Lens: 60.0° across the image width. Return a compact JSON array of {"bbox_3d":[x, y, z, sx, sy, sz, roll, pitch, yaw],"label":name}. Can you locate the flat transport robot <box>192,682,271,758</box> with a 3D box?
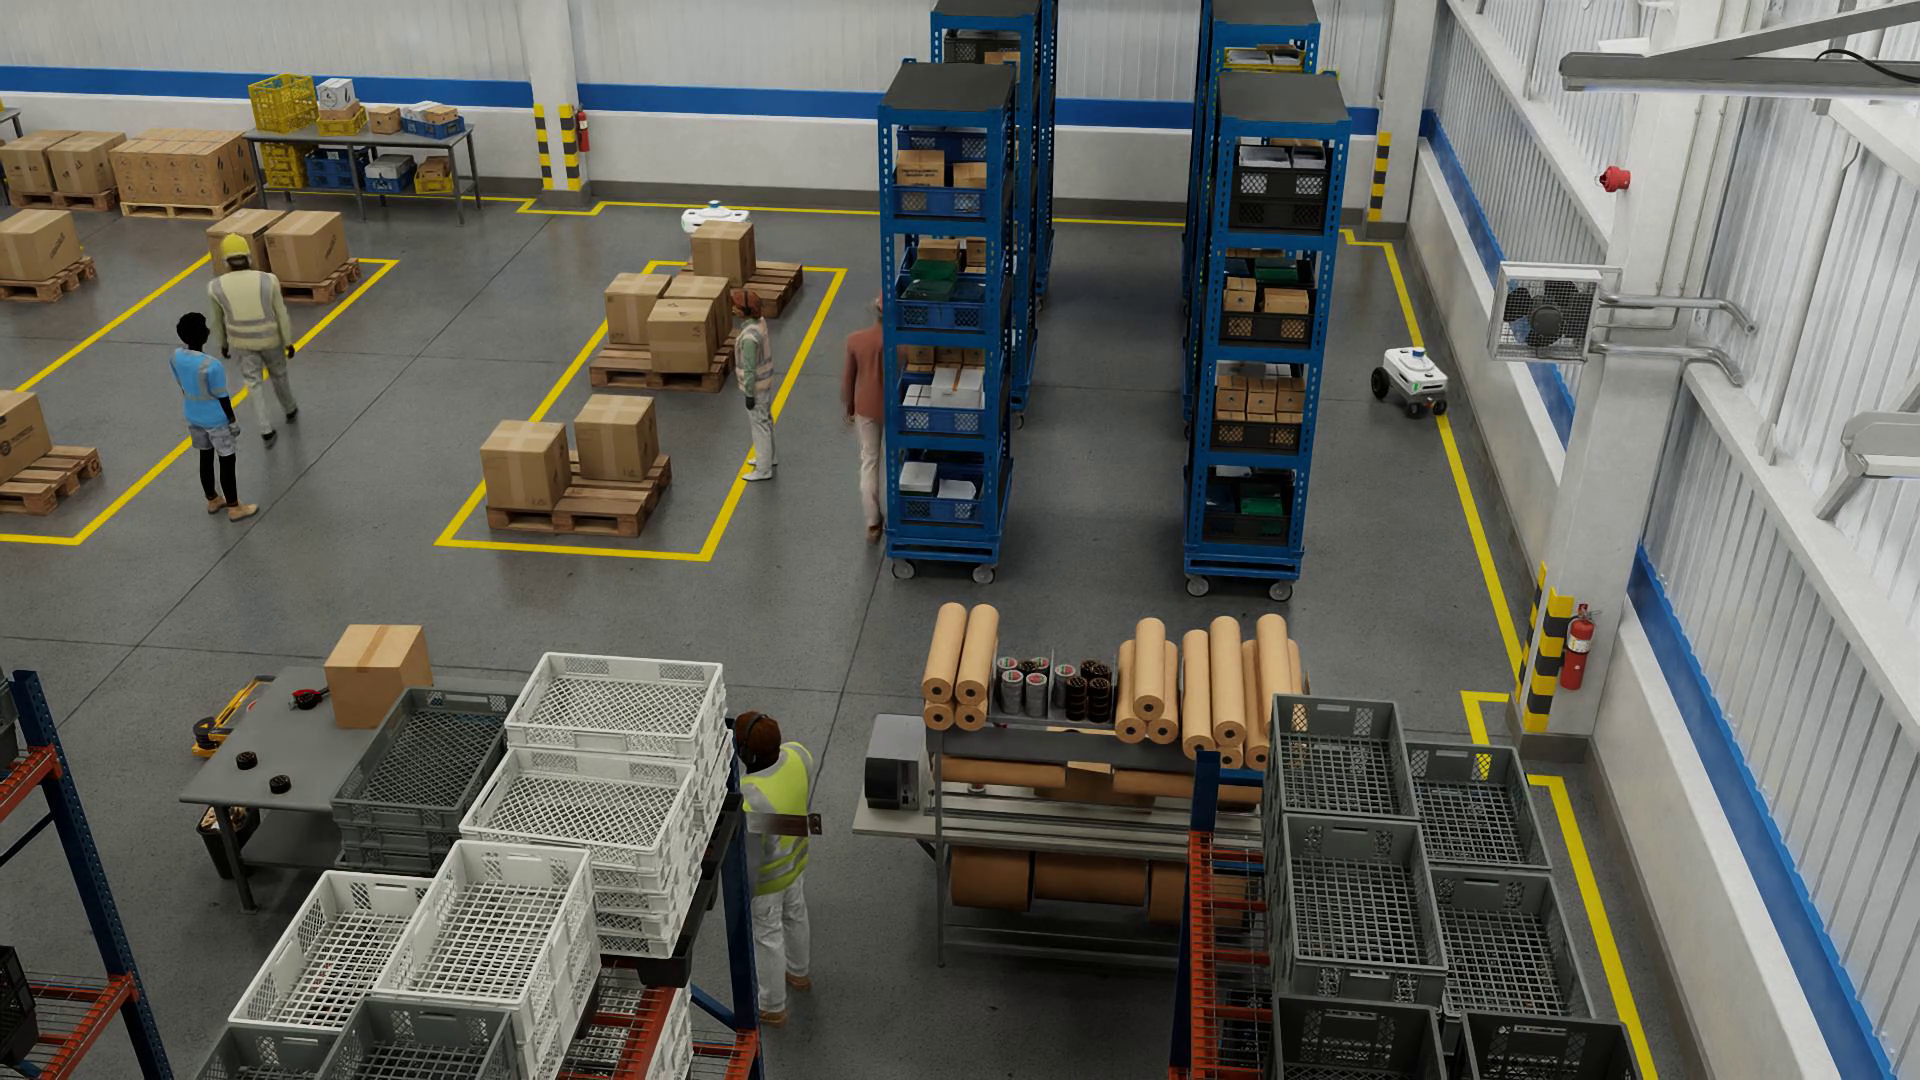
[{"bbox_3d":[-4.089,1.163,10.648,1.431,0.197,0.652,3,30,6],"label":"flat transport robot"}]

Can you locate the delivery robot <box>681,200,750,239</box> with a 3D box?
[{"bbox_3d":[-2.683,-3.484,18.260,0.707,0.478,0.477,3,30,5],"label":"delivery robot"}]

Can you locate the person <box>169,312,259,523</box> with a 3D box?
[{"bbox_3d":[-5.797,-0.935,12.893,0.533,1.647,0.319,16,34,25],"label":"person"}]

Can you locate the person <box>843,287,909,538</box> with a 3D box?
[{"bbox_3d":[-0.579,-1.053,12.823,0.652,1.911,1.025,6,31,10],"label":"person"}]

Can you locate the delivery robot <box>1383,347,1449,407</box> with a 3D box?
[{"bbox_3d":[4.057,-1.479,14.817,0.477,0.478,0.707,-6,31,-9],"label":"delivery robot"}]

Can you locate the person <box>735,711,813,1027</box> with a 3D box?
[{"bbox_3d":[-0.971,1.626,8.303,0.429,1.842,0.634,13,33,21],"label":"person"}]

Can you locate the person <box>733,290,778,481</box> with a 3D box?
[{"bbox_3d":[-1.654,-1.257,13.463,0.313,1.632,0.518,1,30,1],"label":"person"}]

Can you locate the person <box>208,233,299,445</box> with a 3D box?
[{"bbox_3d":[-5.976,-1.729,14.110,0.614,1.800,0.769,-8,31,-14],"label":"person"}]
